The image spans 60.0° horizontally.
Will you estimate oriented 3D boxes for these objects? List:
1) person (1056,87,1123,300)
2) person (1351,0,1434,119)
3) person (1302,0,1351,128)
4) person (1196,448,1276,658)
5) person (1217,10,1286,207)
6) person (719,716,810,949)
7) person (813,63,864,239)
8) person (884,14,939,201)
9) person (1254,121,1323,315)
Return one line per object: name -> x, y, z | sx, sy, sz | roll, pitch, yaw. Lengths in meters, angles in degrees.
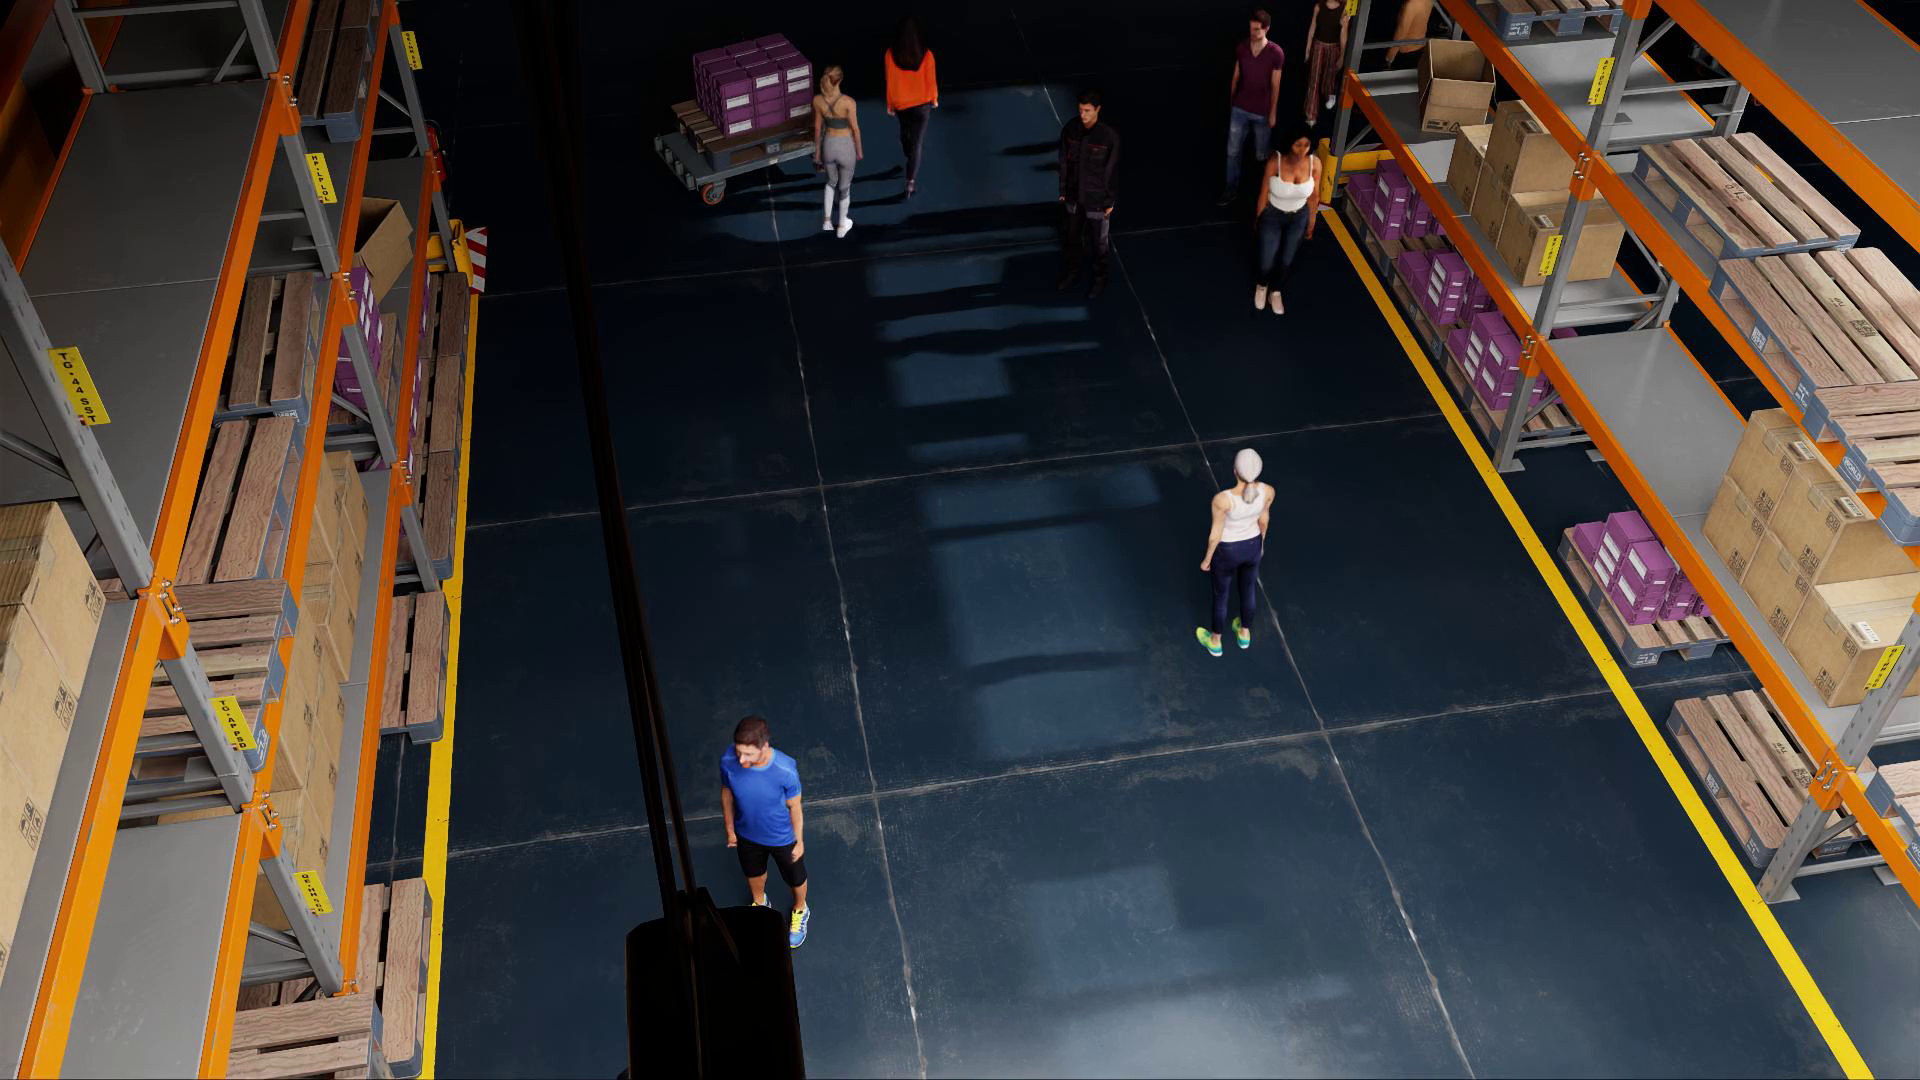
person -> 1.091, -2.945, 14.019 | 0.782, 1.943, 0.806 | 20, 47, 19
person -> 4.351, -4.623, 15.949 | 1.208, 1.710, 1.157 | 27, 50, 26
person -> 3.602, -4.795, 16.244 | 0.834, 1.552, 0.913 | 23, 48, 22
person -> 1.831, 0.089, 11.008 | 0.629, 1.702, 0.571 | -13, 45, -13
person -> 2.717, -3.977, 15.184 | 1.063, 1.830, 1.141 | 24, 49, 23
person -> -1.074, 1.605, 9.298 | 0.695, 1.867, 0.690 | 10, 45, 11
person -> -1.101, -3.377, 14.654 | 0.700, 1.693, 0.773 | 13, 45, 13
person -> -0.472, -3.922, 15.203 | 0.876, 1.724, 1.033 | 13, 45, 14
person -> 2.683, -2.717, 13.887 | 0.690, 1.795, 0.679 | -1, 44, -1
